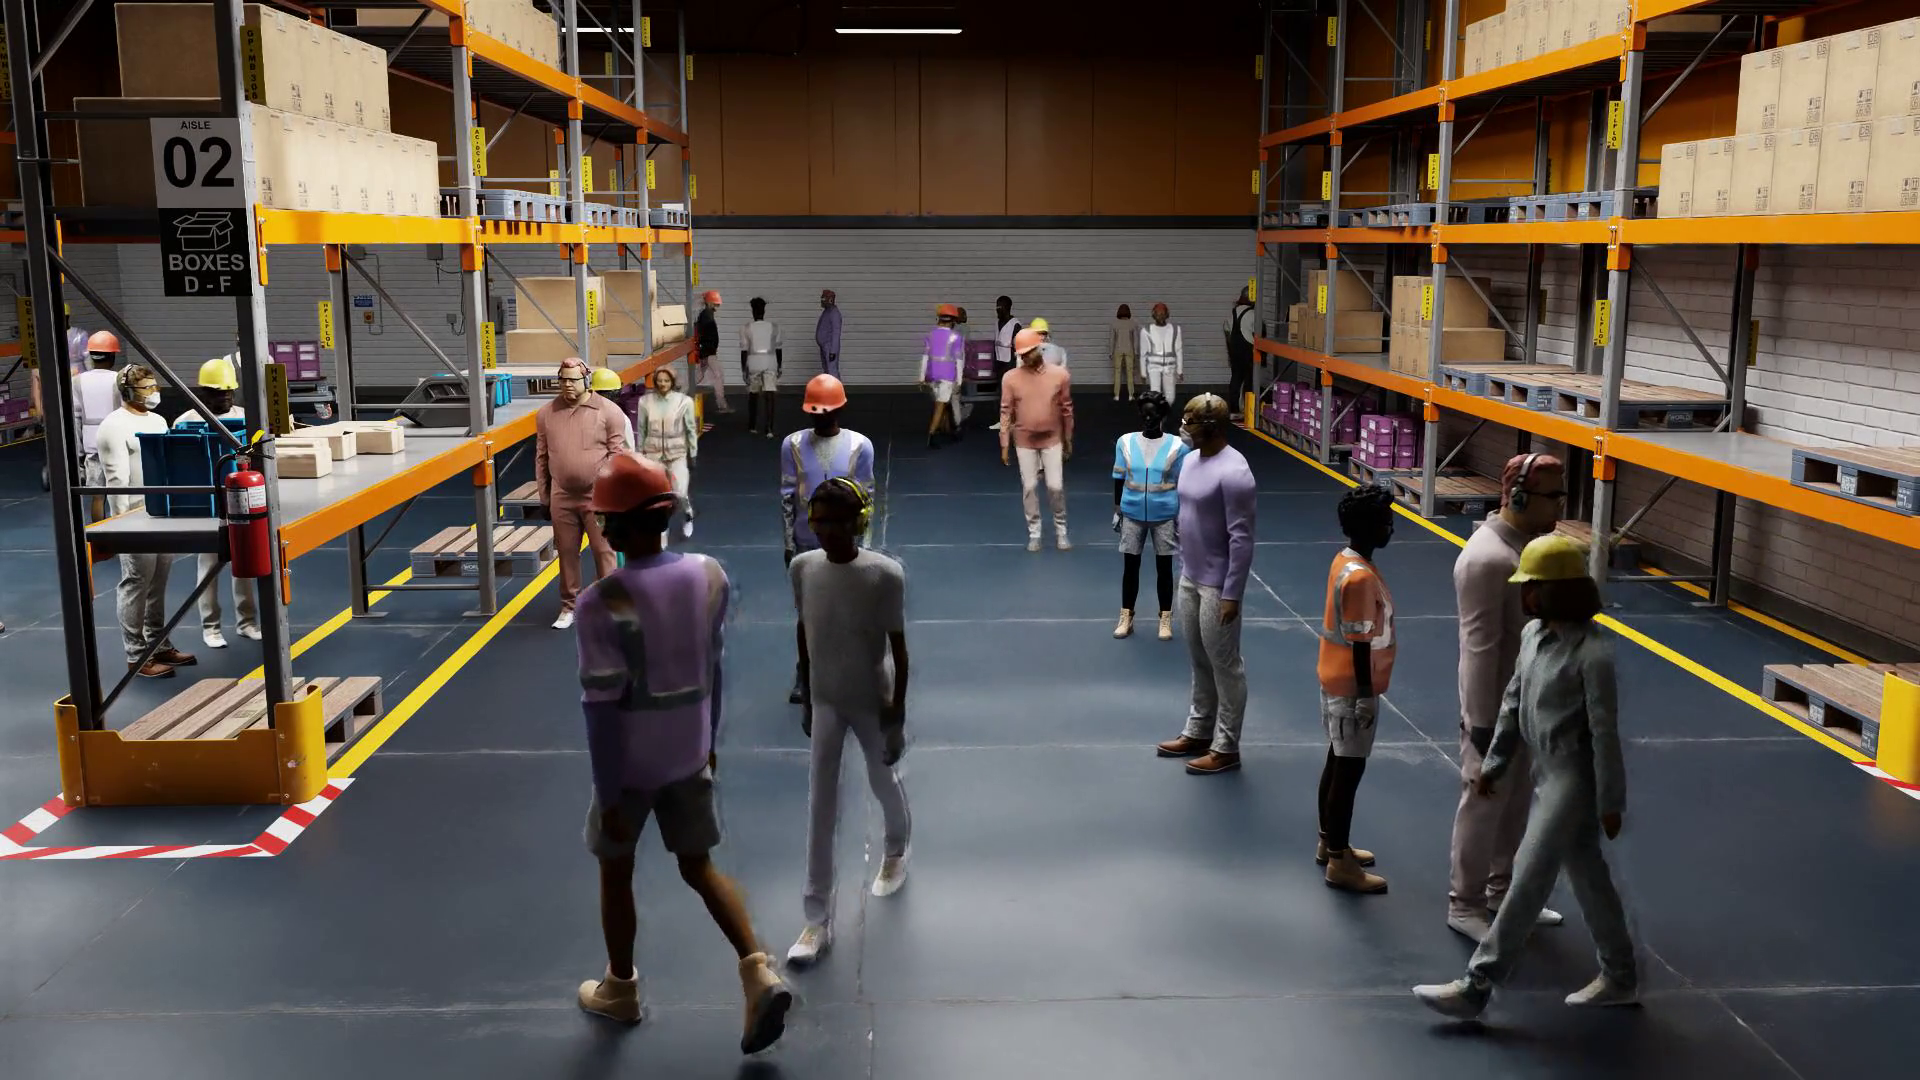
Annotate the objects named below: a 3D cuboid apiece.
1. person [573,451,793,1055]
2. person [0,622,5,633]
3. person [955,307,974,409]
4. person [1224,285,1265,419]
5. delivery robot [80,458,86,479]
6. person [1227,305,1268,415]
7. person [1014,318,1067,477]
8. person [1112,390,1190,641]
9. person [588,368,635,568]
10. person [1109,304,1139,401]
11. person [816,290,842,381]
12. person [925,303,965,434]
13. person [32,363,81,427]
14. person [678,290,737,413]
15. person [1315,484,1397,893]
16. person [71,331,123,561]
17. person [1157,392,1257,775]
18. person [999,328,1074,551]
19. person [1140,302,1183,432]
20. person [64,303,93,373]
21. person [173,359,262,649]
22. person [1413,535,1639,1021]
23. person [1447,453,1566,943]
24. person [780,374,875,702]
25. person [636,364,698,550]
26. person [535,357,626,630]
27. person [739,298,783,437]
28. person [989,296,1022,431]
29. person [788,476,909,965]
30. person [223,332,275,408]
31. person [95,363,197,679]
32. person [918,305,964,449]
[{"bbox_3d":[-0.957,0.713,5.470,0.885,2.014,0.613,10,14,43],"label":"person"},{"bbox_3d":[-6.849,-0.344,11.258,0.615,2.041,0.384,4,11,20],"label":"person"},{"bbox_3d":[-0.017,-2.918,26.733,0.501,1.633,0.285,8,13,39],"label":"person"},{"bbox_3d":[4.332,-2.812,25.012,0.535,2.000,0.686,-7,12,-35],"label":"person"},{"bbox_3d":[-9.686,-0.877,18.111,0.477,0.478,0.707,-3,11,-18],"label":"delivery robot"},{"bbox_3d":[4.444,-2.813,25.696,0.659,1.801,0.686,-1,10,-4],"label":"person"},{"bbox_3d":[0.918,-1.647,19.159,0.627,1.804,0.712,-1,10,-4],"label":"person"},{"bbox_3d":[1.279,-0.164,11.217,0.531,1.698,0.320,3,11,16],"label":"person"},{"bbox_3d":[-2.551,-0.370,12.170,0.327,1.769,0.525,-8,13,-37],"label":"person"},{"bbox_3d":[2.769,-3.169,28.136,0.499,1.633,0.281,1,10,5],"label":"person"},{"bbox_3d":[-2.126,-3.072,26.820,0.409,1.913,0.647,-4,11,-20],"label":"person"},{"bbox_3d":[-0.220,-2.399,23.298,0.601,1.829,0.404,-5,11,-25],"label":"person"},{"bbox_3d":[-9.790,-1.364,18.083,0.533,1.623,0.477,-1,10,-7],"label":"person"},{"bbox_3d":[-4.007,-2.912,25.849,0.986,1.946,0.620,-4,11,-22],"label":"person"},{"bbox_3d":[1.655,0.604,6.939,0.316,1.697,0.542,1,10,6],"label":"person"},{"bbox_3d":[-7.169,-0.790,14.034,0.551,1.935,0.375,-1,10,-6],"label":"person"},{"bbox_3d":[1.271,0.218,8.427,0.376,1.937,0.629,-3,11,-17],"label":"person"},{"bbox_3d":[0.652,-0.850,14.331,0.643,1.947,0.551,0,10,2],"label":"person"},{"bbox_3d":[2.745,-2.325,22.787,0.593,1.866,0.600,-1,10,-6],"label":"person"},{"bbox_3d":[-11.444,-2.094,21.331,0.593,1.925,0.381,-1,10,-3],"label":"person"},{"bbox_3d":[-4.877,-0.244,11.055,0.400,1.918,0.588,8,13,39],"label":"person"},{"bbox_3d":[1.999,0.826,5.706,0.903,1.687,0.491,-1,10,-6],"label":"person"},{"bbox_3d":[2.125,0.607,6.376,0.398,1.897,0.646,9,13,40],"label":"person"},{"bbox_3d":[-0.768,-0.003,9.676,0.547,1.928,0.385,0,10,0],"label":"person"},{"bbox_3d":[-2.561,-0.734,14.607,0.528,1.628,0.459,0,10,2],"label":"person"},{"bbox_3d":[-2.622,-0.310,11.487,0.636,1.900,0.402,1,10,5],"label":"person"},{"bbox_3d":[-2.753,-2.391,23.046,0.609,1.915,1.023,-2,10,-11],"label":"person"},{"bbox_3d":[0.677,-2.509,23.667,0.373,1.917,0.595,-6,12,-31],"label":"person"},{"bbox_3d":[-0.410,0.633,6.504,0.515,1.823,1.031,3,11,16],"label":"person"},{"bbox_3d":[-7.268,-1.291,17.084,0.506,1.846,0.350,-6,12,-29],"label":"person"},{"bbox_3d":[-5.047,-0.123,10.316,0.373,1.940,0.629,0,10,1],"label":"person"},{"bbox_3d":[-0.235,-2.130,21.730,0.592,1.862,1.030,6,12,32],"label":"person"}]
